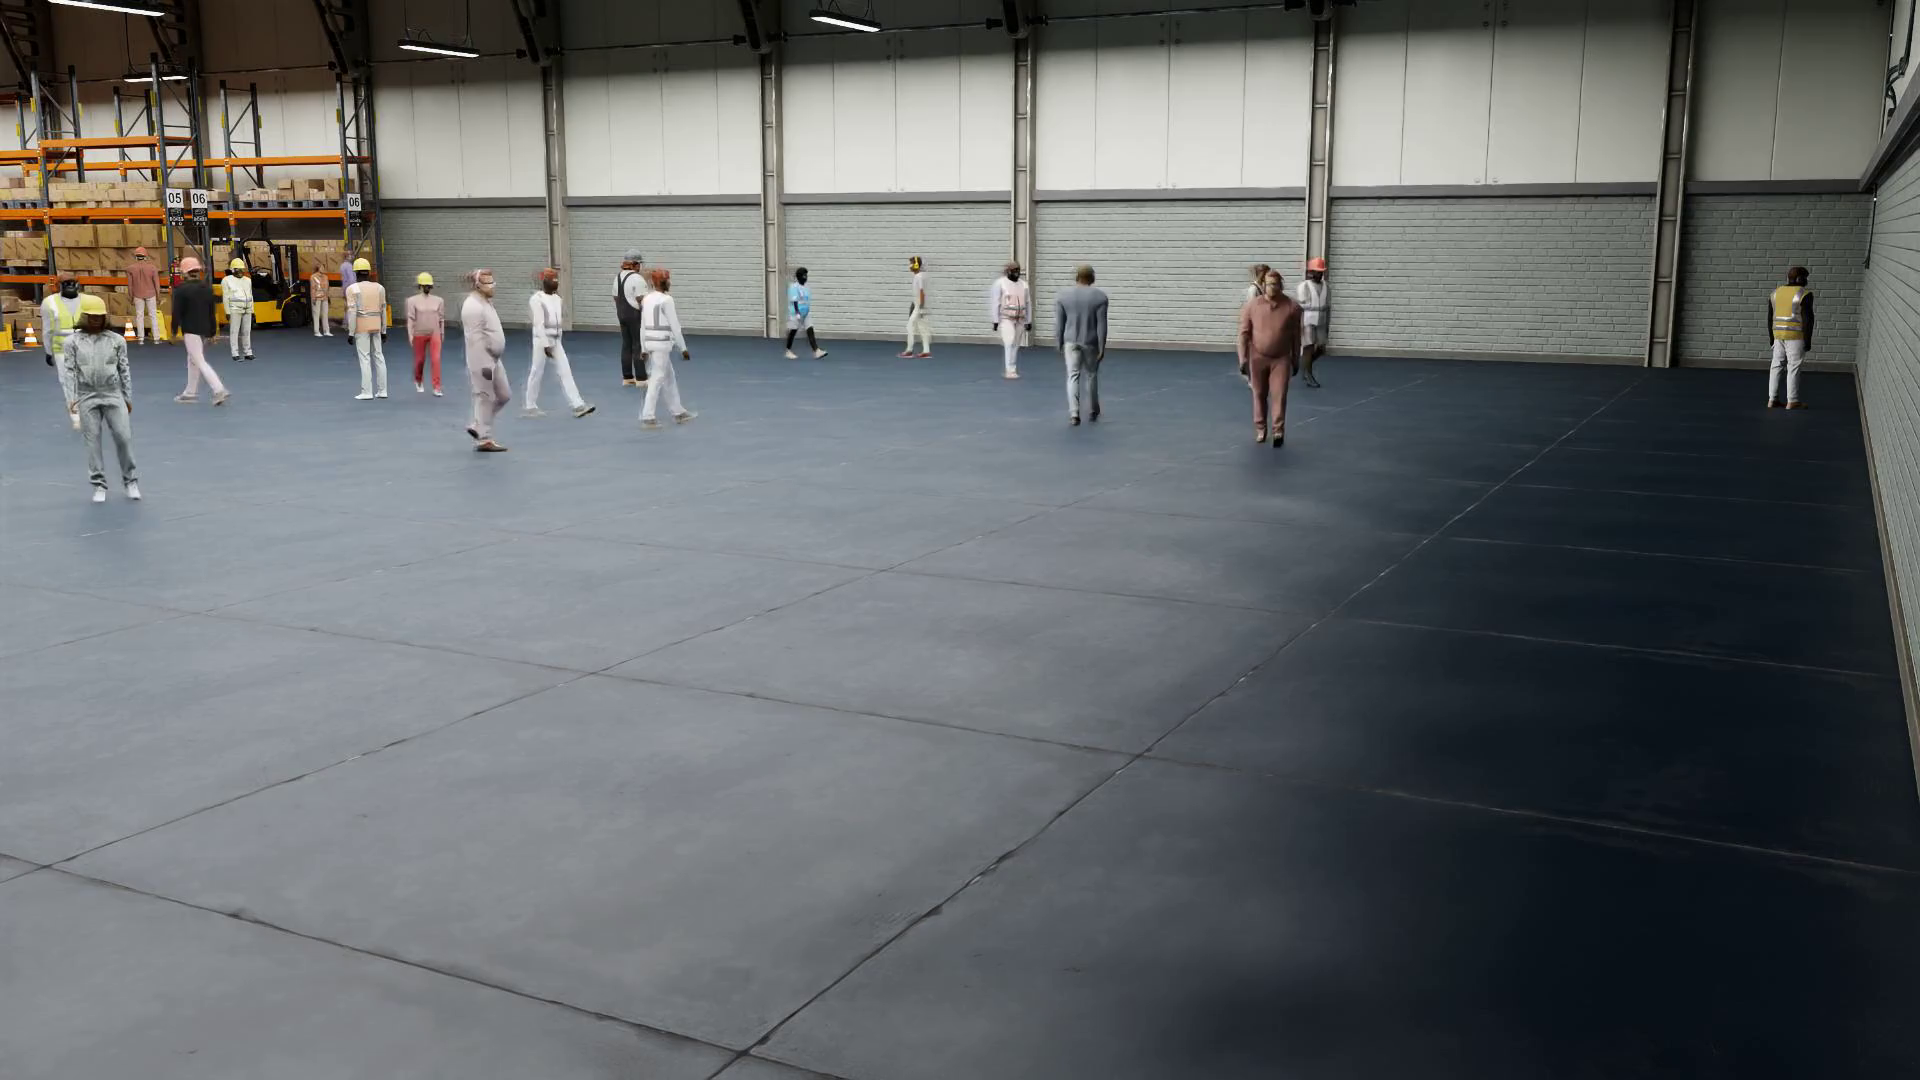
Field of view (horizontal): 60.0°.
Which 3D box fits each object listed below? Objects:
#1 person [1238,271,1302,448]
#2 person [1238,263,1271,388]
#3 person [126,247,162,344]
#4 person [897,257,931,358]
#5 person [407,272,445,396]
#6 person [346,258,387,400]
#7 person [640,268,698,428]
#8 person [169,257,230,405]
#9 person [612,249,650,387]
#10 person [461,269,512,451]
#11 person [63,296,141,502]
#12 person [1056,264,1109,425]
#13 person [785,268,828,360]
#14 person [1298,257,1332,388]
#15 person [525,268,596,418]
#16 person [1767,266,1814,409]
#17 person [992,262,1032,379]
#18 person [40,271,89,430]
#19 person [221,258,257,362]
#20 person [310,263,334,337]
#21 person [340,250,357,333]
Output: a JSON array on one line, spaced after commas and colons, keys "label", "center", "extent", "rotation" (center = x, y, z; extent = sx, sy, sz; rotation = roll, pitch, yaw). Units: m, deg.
[{"label": "person", "center": [3.299, -1.922, 17.726], "extent": [0.656, 1.851, 1.014], "rotation": [2, 11, 11]}, {"label": "person", "center": [4.369, -3.158, 24.537], "extent": [0.374, 1.826, 0.607], "rotation": [6, 12, 29]}, {"label": "person", "center": [-16.818, -5.032, 34.307], "extent": [0.613, 1.994, 0.382], "rotation": [-4, 11, -20]}, {"label": "person", "center": [-0.876, -4.245, 30.418], "extent": [0.759, 1.841, 0.576], "rotation": [-1, 10, -4]}, {"label": "person", "center": [-7.528, -2.908, 23.444], "extent": [0.527, 1.734, 0.855], "rotation": [-6, 12, -28]}, {"label": "person", "center": [-8.130, -2.882, 22.771], "extent": [0.382, 1.924, 0.594], "rotation": [7, 13, 35]}, {"label": "person", "center": [-3.408, -2.256, 19.573], "extent": [0.903, 1.845, 0.584], "rotation": [-7, 13, -35]}, {"label": "person", "center": [-10.103, -2.765, 22.057], "extent": [0.967, 1.963, 0.605], "rotation": [3, 11, 15]}, {"label": "person", "center": [-4.815, -3.308, 24.783], "extent": [0.689, 2.000, 0.539], "rotation": [10, 14, 44]}, {"label": "person", "center": [-4.899, -1.848, 17.233], "extent": [0.437, 1.893, 0.647], "rotation": [0, 10, 0]}, {"label": "person", "center": [-7.262, -1.185, 14.048], "extent": [0.503, 1.741, 0.354], "rotation": [-6, 12, -30]}, {"label": "person", "center": [1.472, -2.346, 19.938], "extent": [0.651, 1.885, 0.999], "rotation": [2, 11, 11]}, {"label": "person", "center": [-2.824, -4.066, 29.965], "extent": [0.881, 1.642, 0.550], "rotation": [7, 12, 32]}, {"label": "person", "center": [5.225, -3.229, 24.693], "extent": [0.555, 1.923, 0.614], "rotation": [-3, 11, -18]}, {"label": "person", "center": [-4.976, -2.398, 20.385], "extent": [0.978, 1.830, 0.579], "rotation": [5, 12, 25]}, {"label": "person", "center": [10.783, -2.617, 21.564], "extent": [0.429, 1.839, 0.634], "rotation": [-5, 11, -23]}, {"label": "person", "center": [0.875, -3.406, 25.895], "extent": [0.653, 1.825, 0.633], "rotation": [-6, 12, -31]}, {"label": "person", "center": [-10.259, -2.187, 19.249], "extent": [0.633, 1.828, 0.441], "rotation": [-6, 12, -31]}, {"label": "person", "center": [-12.817, -4.089, 29.614], "extent": [0.404, 1.829, 0.600], "rotation": [6, 12, 30]}, {"label": "person", "center": [-14.194, -5.329, 36.926], "extent": [0.320, 1.637, 0.526], "rotation": [5, 11, 25]}, {"label": "person", "center": [-14.056, -5.743, 38.425], "extent": [0.406, 1.906, 0.653], "rotation": [-6, 12, -30]}]
